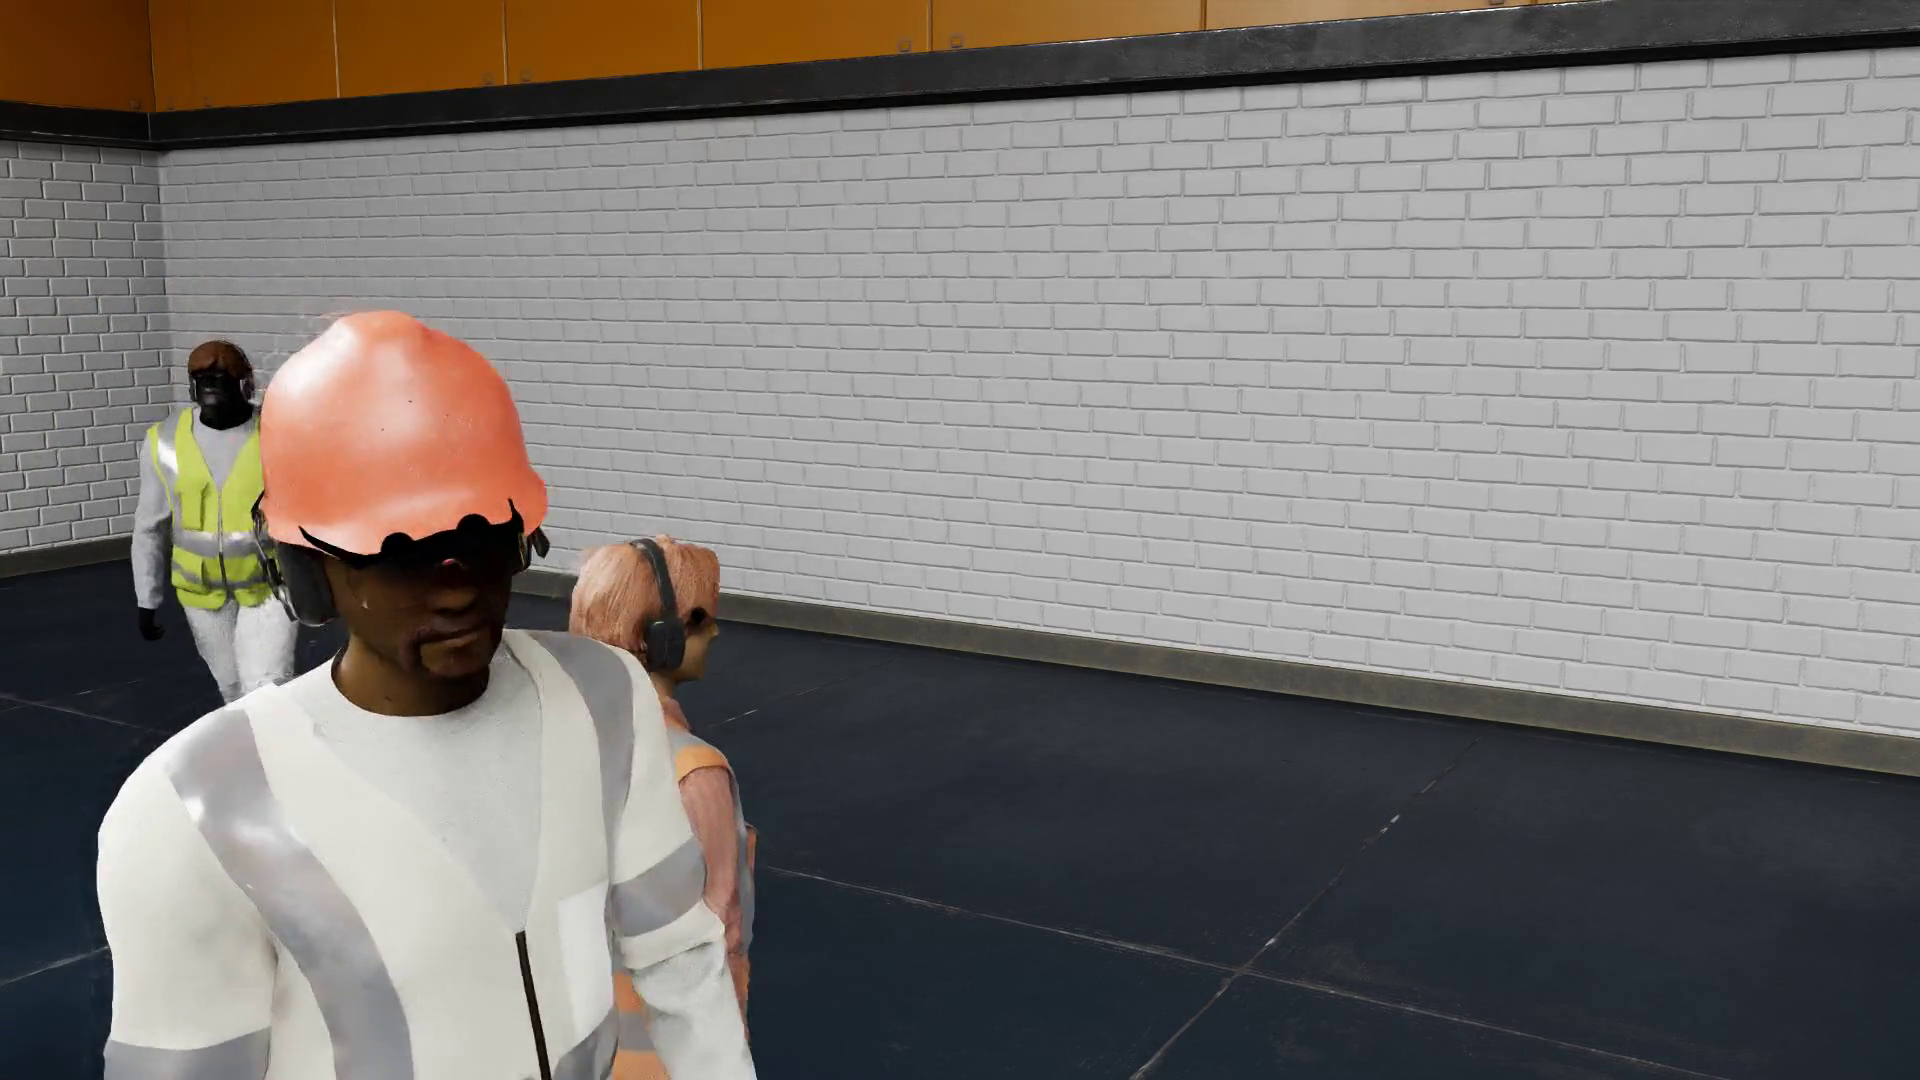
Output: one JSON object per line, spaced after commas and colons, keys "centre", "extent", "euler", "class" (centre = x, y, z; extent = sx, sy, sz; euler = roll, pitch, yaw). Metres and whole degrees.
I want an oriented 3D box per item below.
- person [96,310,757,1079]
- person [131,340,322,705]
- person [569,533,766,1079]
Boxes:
{"centre": [-0.484, 0.769, 1.718], "extent": [1.023, 1.983, 0.620], "euler": [6, 11, 32], "class": "person"}
{"centre": [-2.646, 0.172, 6.057], "extent": [0.647, 1.787, 0.974], "euler": [-1, 9, -7], "class": "person"}
{"centre": [-0.494, 0.803, 2.575], "extent": [0.439, 1.626, 0.530], "euler": [-6, 11, -34], "class": "person"}
